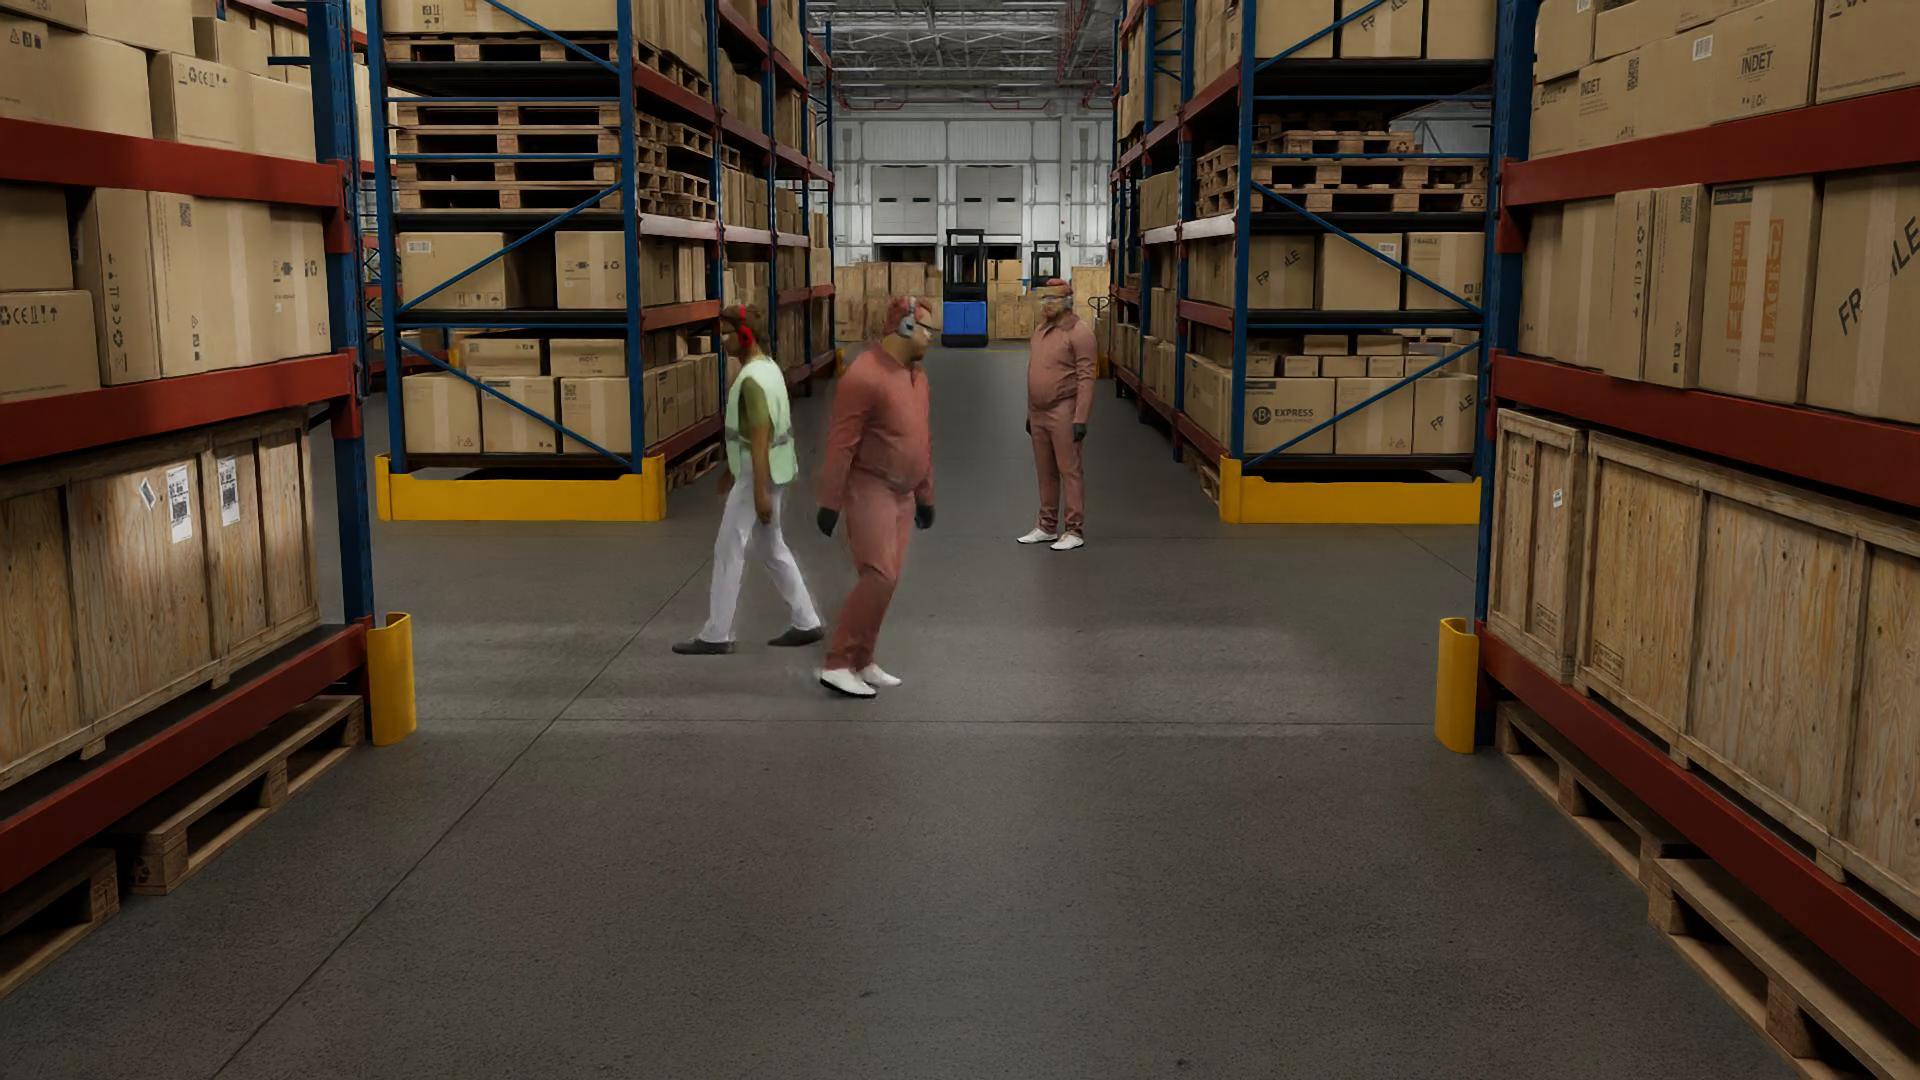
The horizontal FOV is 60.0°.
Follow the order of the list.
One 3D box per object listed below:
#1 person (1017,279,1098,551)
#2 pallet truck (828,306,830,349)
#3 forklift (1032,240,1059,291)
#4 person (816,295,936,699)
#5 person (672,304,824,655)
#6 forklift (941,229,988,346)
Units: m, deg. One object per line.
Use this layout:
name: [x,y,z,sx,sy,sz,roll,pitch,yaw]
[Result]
person: [0.670,-0.884,11.772,0.408,1.905,0.654,-7,12,-35]
pallet truck: [-3.100,-3.940,29.800,1.885,1.965,0.823,3,10,19]
forklift: [3.172,-9.648,61.356,1.129,2.768,1.873,0,9,1]
person: [-0.369,-0.206,7.816,0.502,1.870,0.668,4,10,23]
person: [-1.083,-0.309,8.604,0.761,1.813,0.580,0,9,2]
forklift: [0.124,-6.117,40.203,1.129,2.768,1.873,0,9,1]
